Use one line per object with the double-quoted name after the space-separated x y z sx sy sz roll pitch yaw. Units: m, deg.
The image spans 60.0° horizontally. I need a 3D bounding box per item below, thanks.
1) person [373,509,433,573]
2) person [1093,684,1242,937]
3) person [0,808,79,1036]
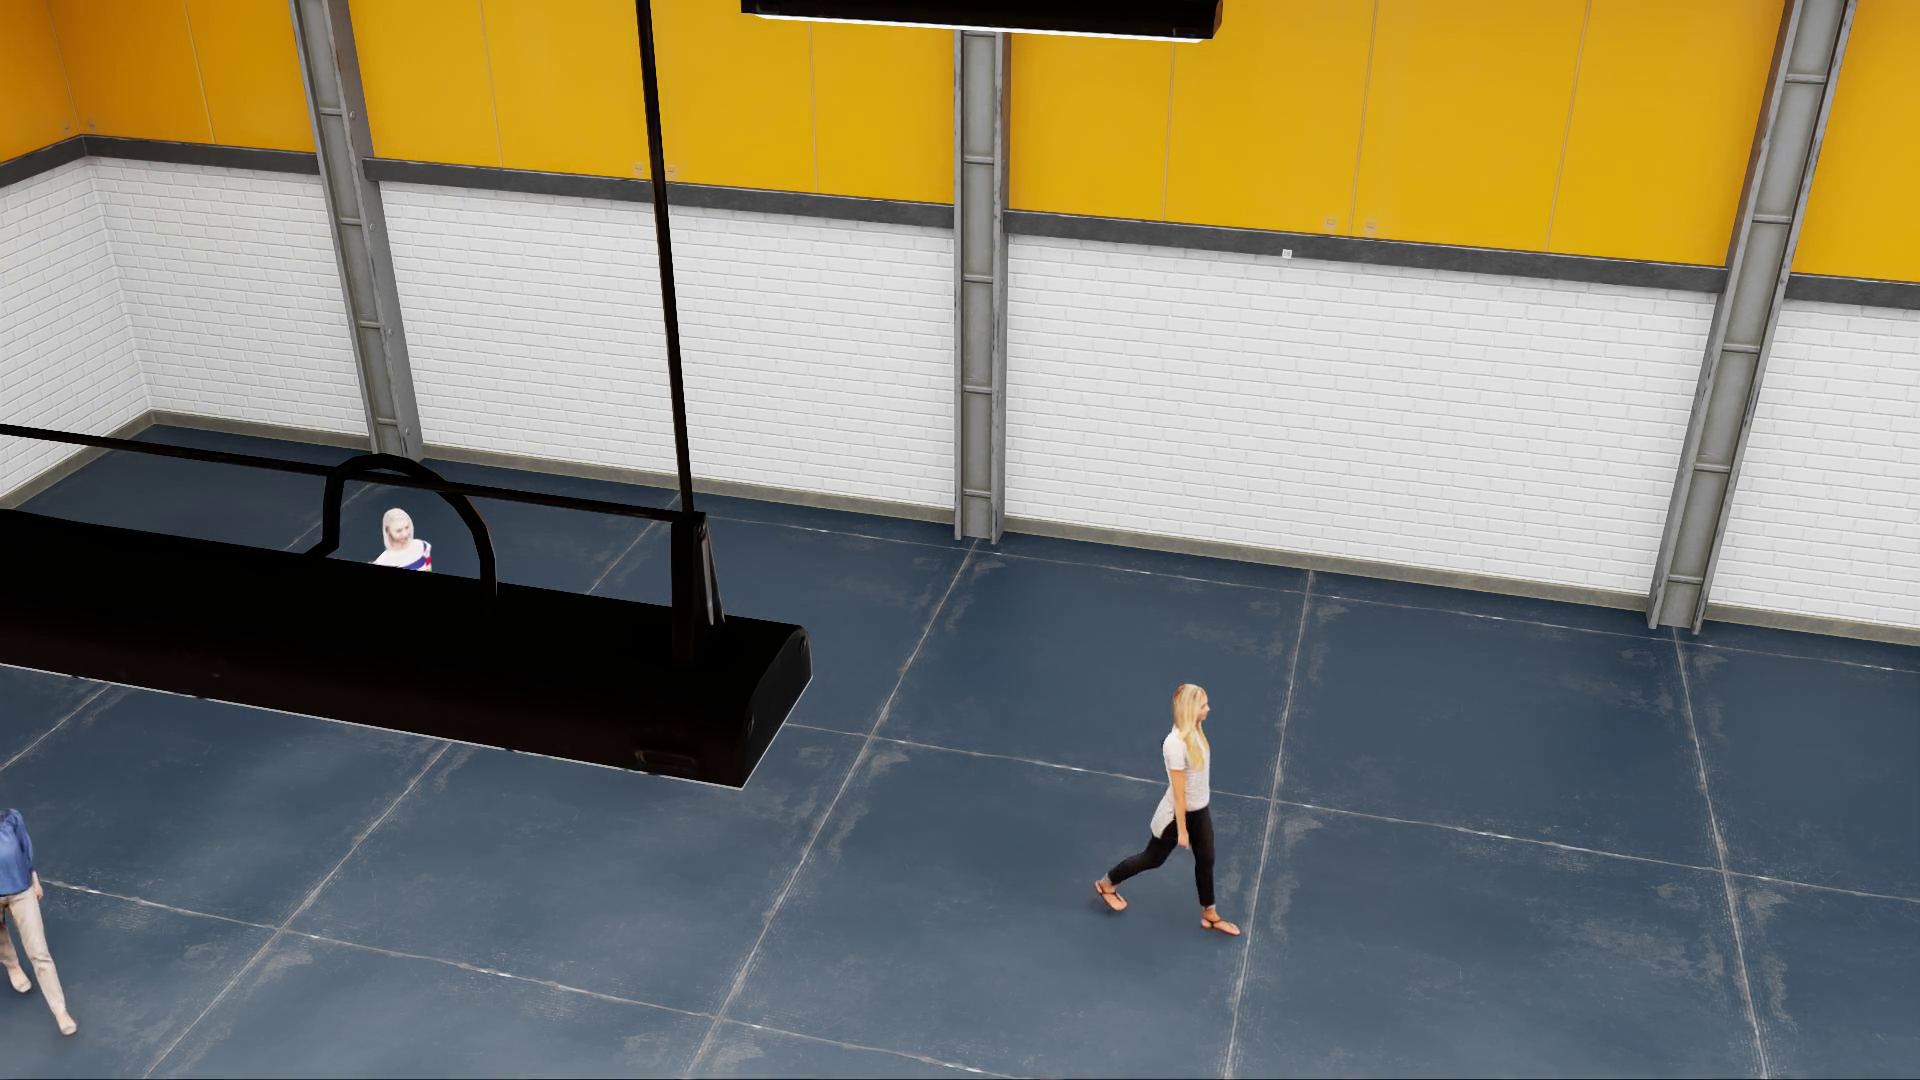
-4.101 0.556 12.321 1.128 1.788 0.900 20 34 32 "person"
1.256 1.680 10.264 1.215 1.786 0.711 11 30 19 "person"
-5.618 2.077 9.695 1.020 1.644 1.218 -24 37 -37 "person"
